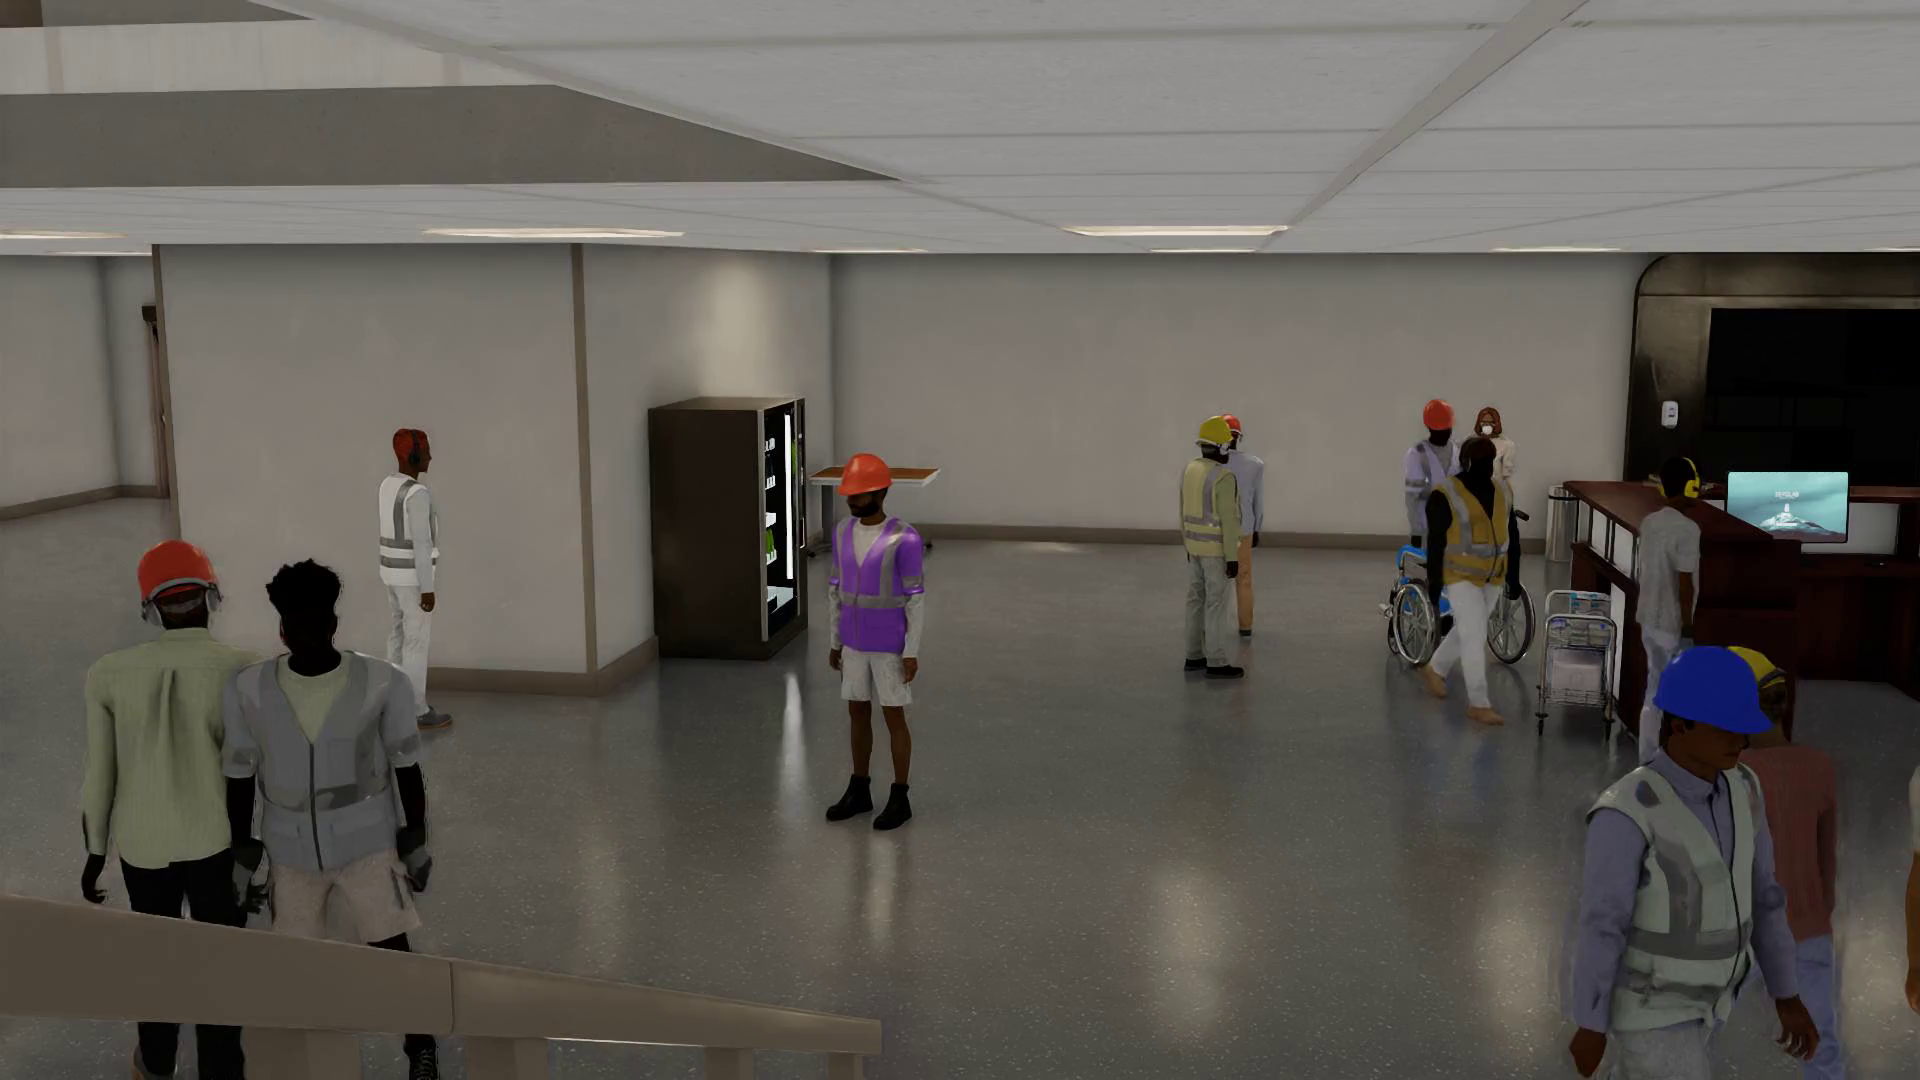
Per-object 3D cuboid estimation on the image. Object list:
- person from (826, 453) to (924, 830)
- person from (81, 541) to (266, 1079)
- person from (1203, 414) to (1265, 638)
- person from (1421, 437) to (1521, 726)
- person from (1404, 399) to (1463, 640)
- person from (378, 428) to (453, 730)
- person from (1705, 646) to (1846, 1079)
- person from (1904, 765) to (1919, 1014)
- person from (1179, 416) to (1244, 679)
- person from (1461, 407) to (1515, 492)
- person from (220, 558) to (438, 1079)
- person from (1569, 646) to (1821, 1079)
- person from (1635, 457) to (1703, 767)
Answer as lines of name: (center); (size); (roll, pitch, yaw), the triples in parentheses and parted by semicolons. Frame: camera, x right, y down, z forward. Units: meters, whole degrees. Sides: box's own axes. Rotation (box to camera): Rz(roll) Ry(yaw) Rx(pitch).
person: (-0.455, 0.516, 8.485); (0.551, 1.933, 0.376); (6, 11, 33)
person: (-2.557, 0.986, 5.558); (0.703, 1.957, 0.665); (-1, 9, -5)
person: (2.079, -0.109, 12.940); (0.564, 1.742, 0.362); (0, 9, -2)
person: (3.276, 0.220, 10.738); (0.634, 1.811, 0.907); (-4, 10, -23)
person: (3.608, -0.142, 12.689); (0.583, 1.884, 0.592); (-3, 10, -20)
person: (-3.420, 0.244, 10.354); (0.347, 1.878, 0.576); (-7, 12, -38)
person: (2.410, 1.187, 5.065); (0.609, 1.699, 0.791); (-4, 10, -23)
person: (2.830, 1.229, 4.515); (0.542, 1.791, 0.864); (6, 11, 34)
person: (1.778, 0.051, 11.657); (0.404, 1.833, 0.600); (-4, 10, -24)
person: (4.756, -0.395, 15.074); (0.504, 1.627, 0.285); (5, 11, 30)
person: (-2.083, 1.008, 5.456); (0.629, 1.937, 0.474); (-1, 9, -7)
person: (1.937, 1.208, 4.332); (0.604, 1.893, 0.993); (-7, 11, -36)
person: (3.877, 0.480, 8.971); (0.438, 1.854, 0.526); (-1, 9, -9)
